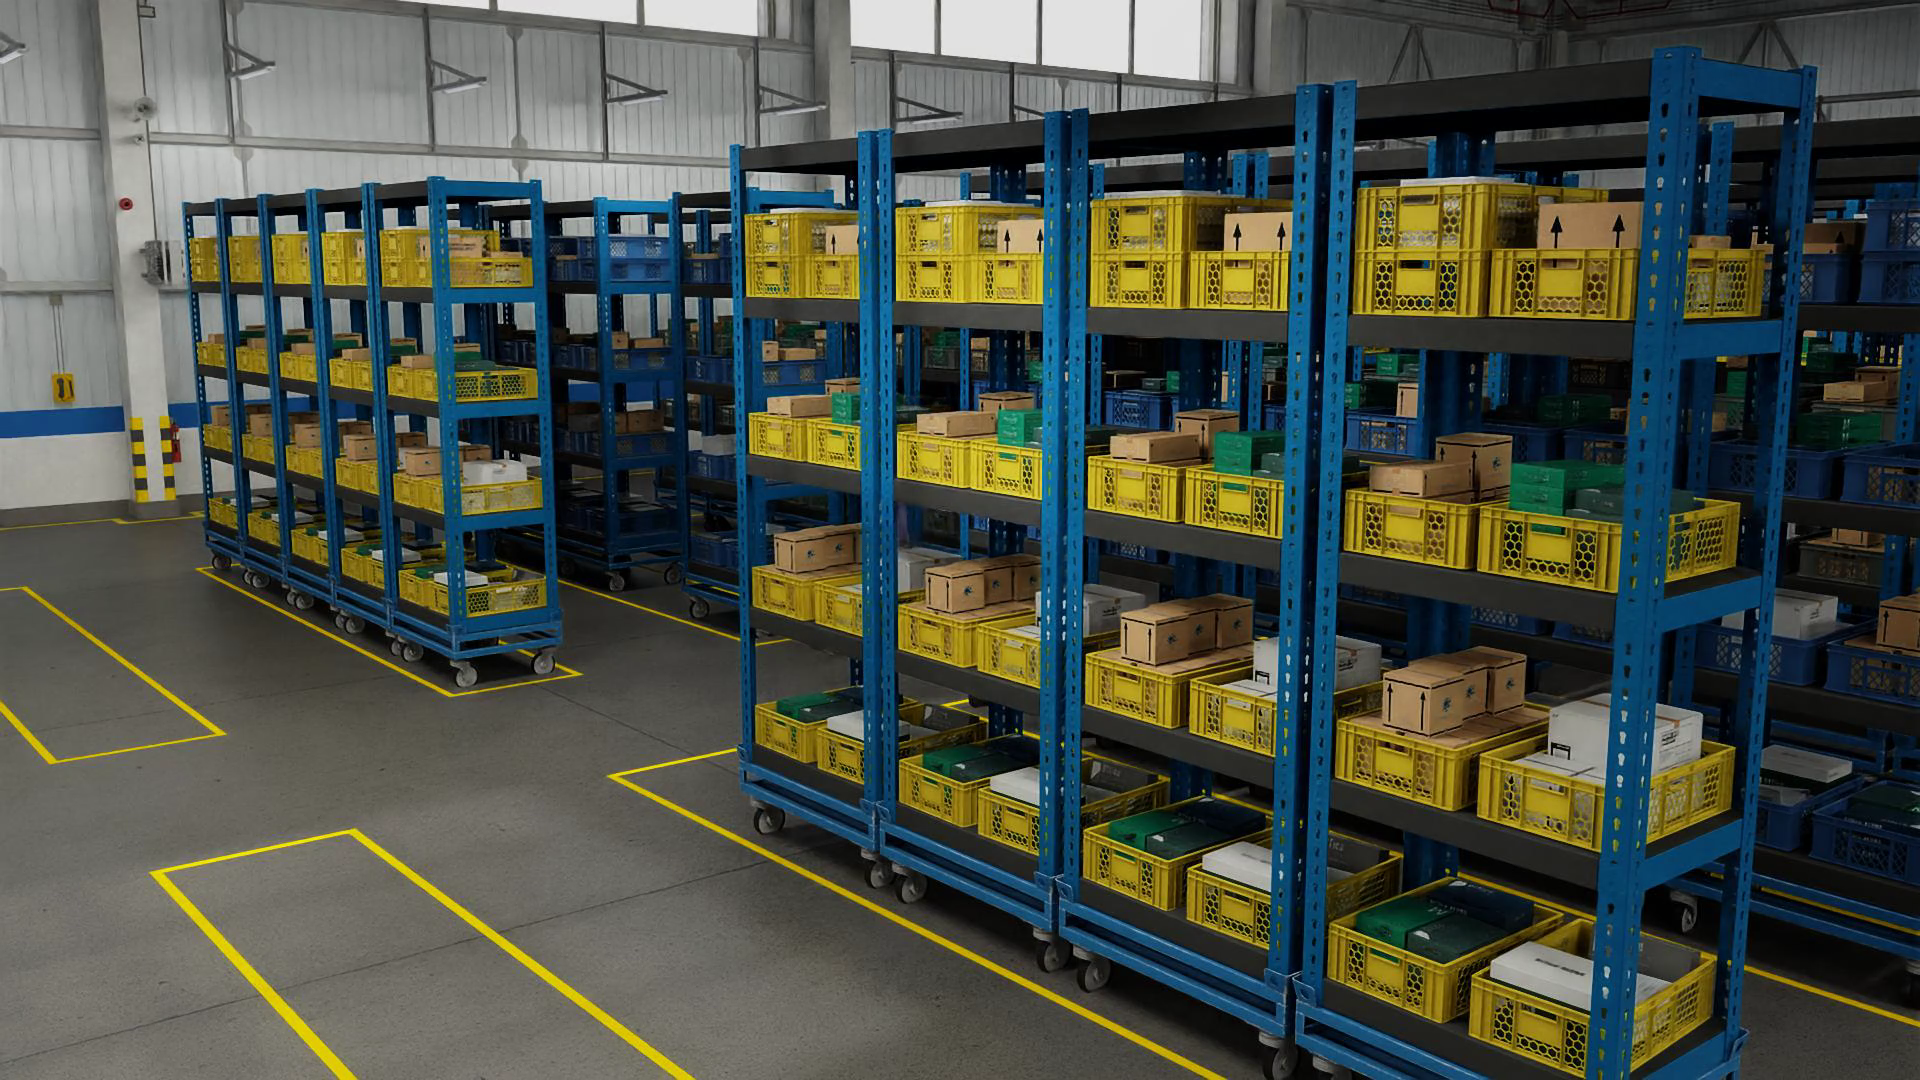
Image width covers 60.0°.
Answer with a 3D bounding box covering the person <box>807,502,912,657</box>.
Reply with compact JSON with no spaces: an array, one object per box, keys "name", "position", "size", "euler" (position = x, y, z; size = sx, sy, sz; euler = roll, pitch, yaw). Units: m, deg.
[{"name":"person","position":[-0.671,-0.067,12.701],"size":[1.078,1.977,0.617],"euler":[-7,12,-37]}]
